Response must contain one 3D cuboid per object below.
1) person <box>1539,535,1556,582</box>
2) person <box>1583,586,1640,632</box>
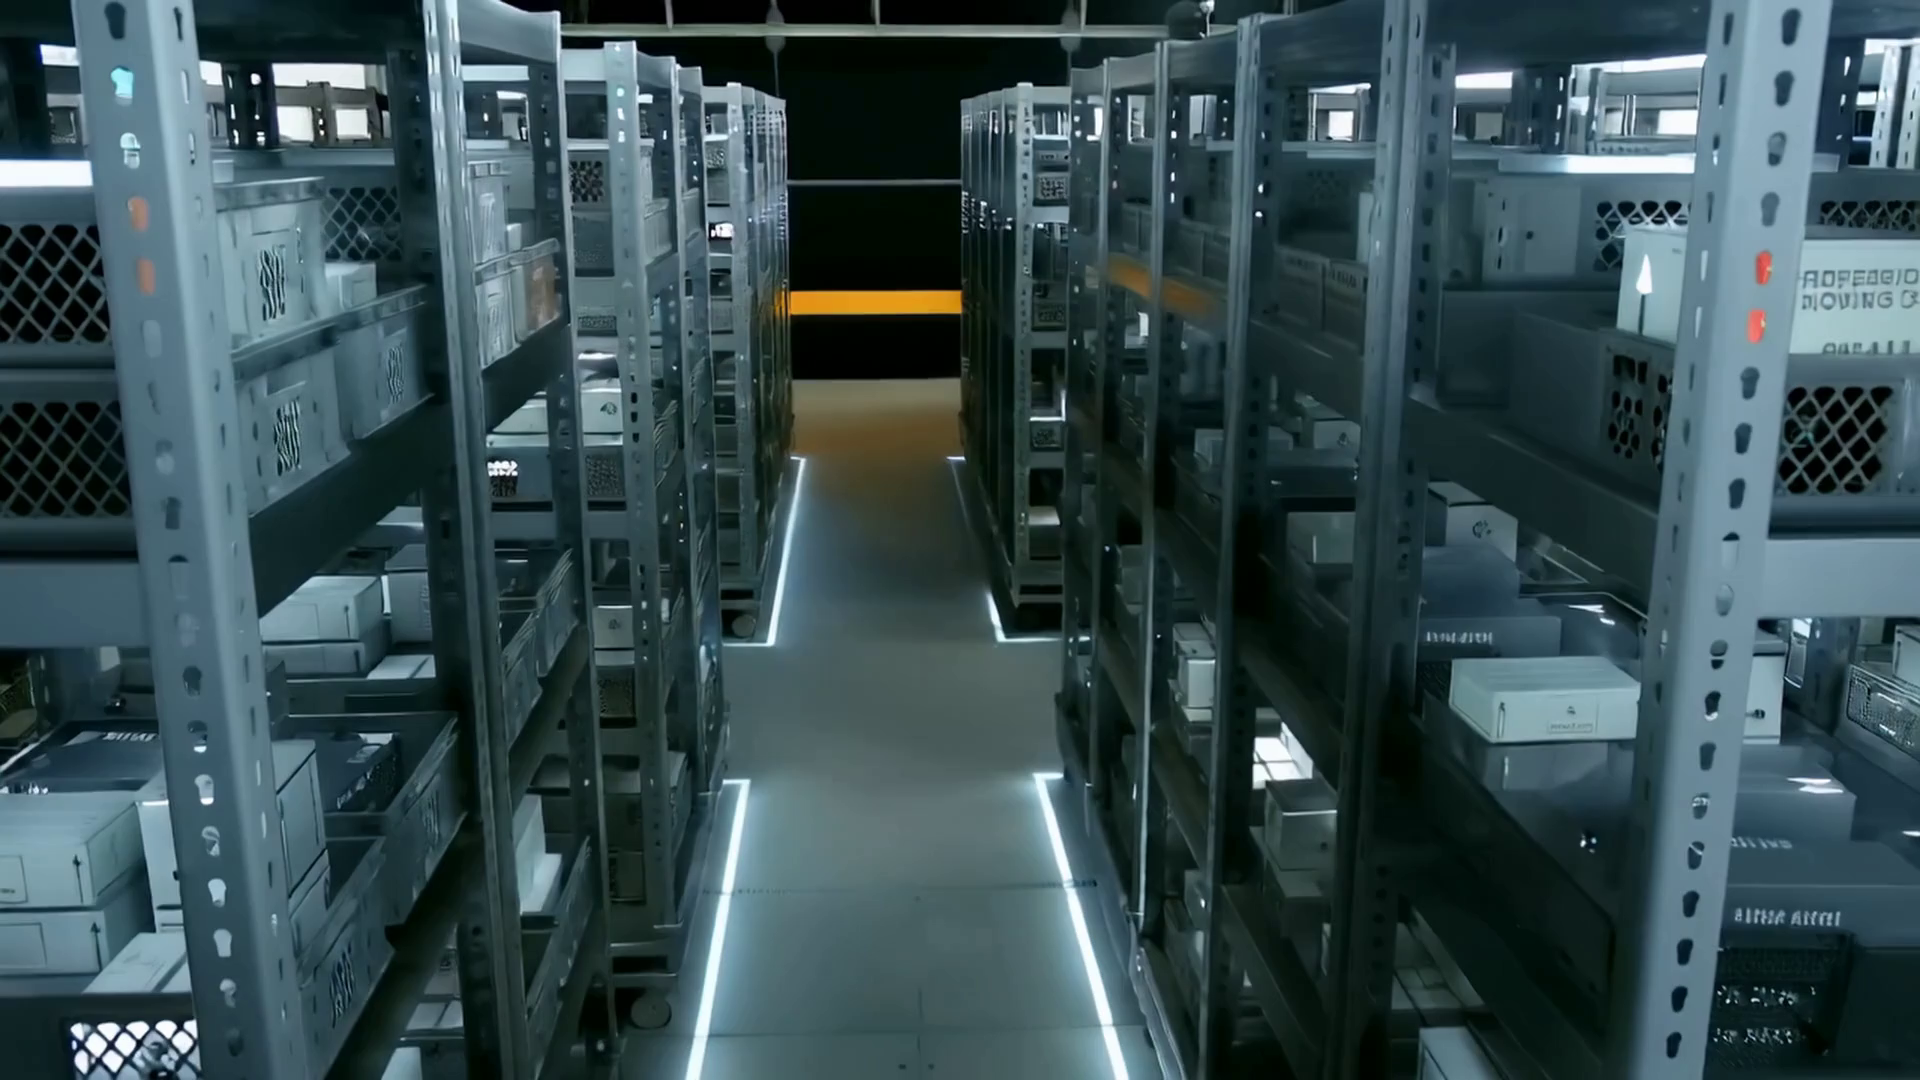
[{"bbox_3d":[4.124,-0.256,11.089,0.749,1.812,0.592,-10,17,-34],"label":"person"},{"bbox_3d":[4.303,-0.253,11.044,0.676,1.813,0.391,1,14,4],"label":"person"}]
